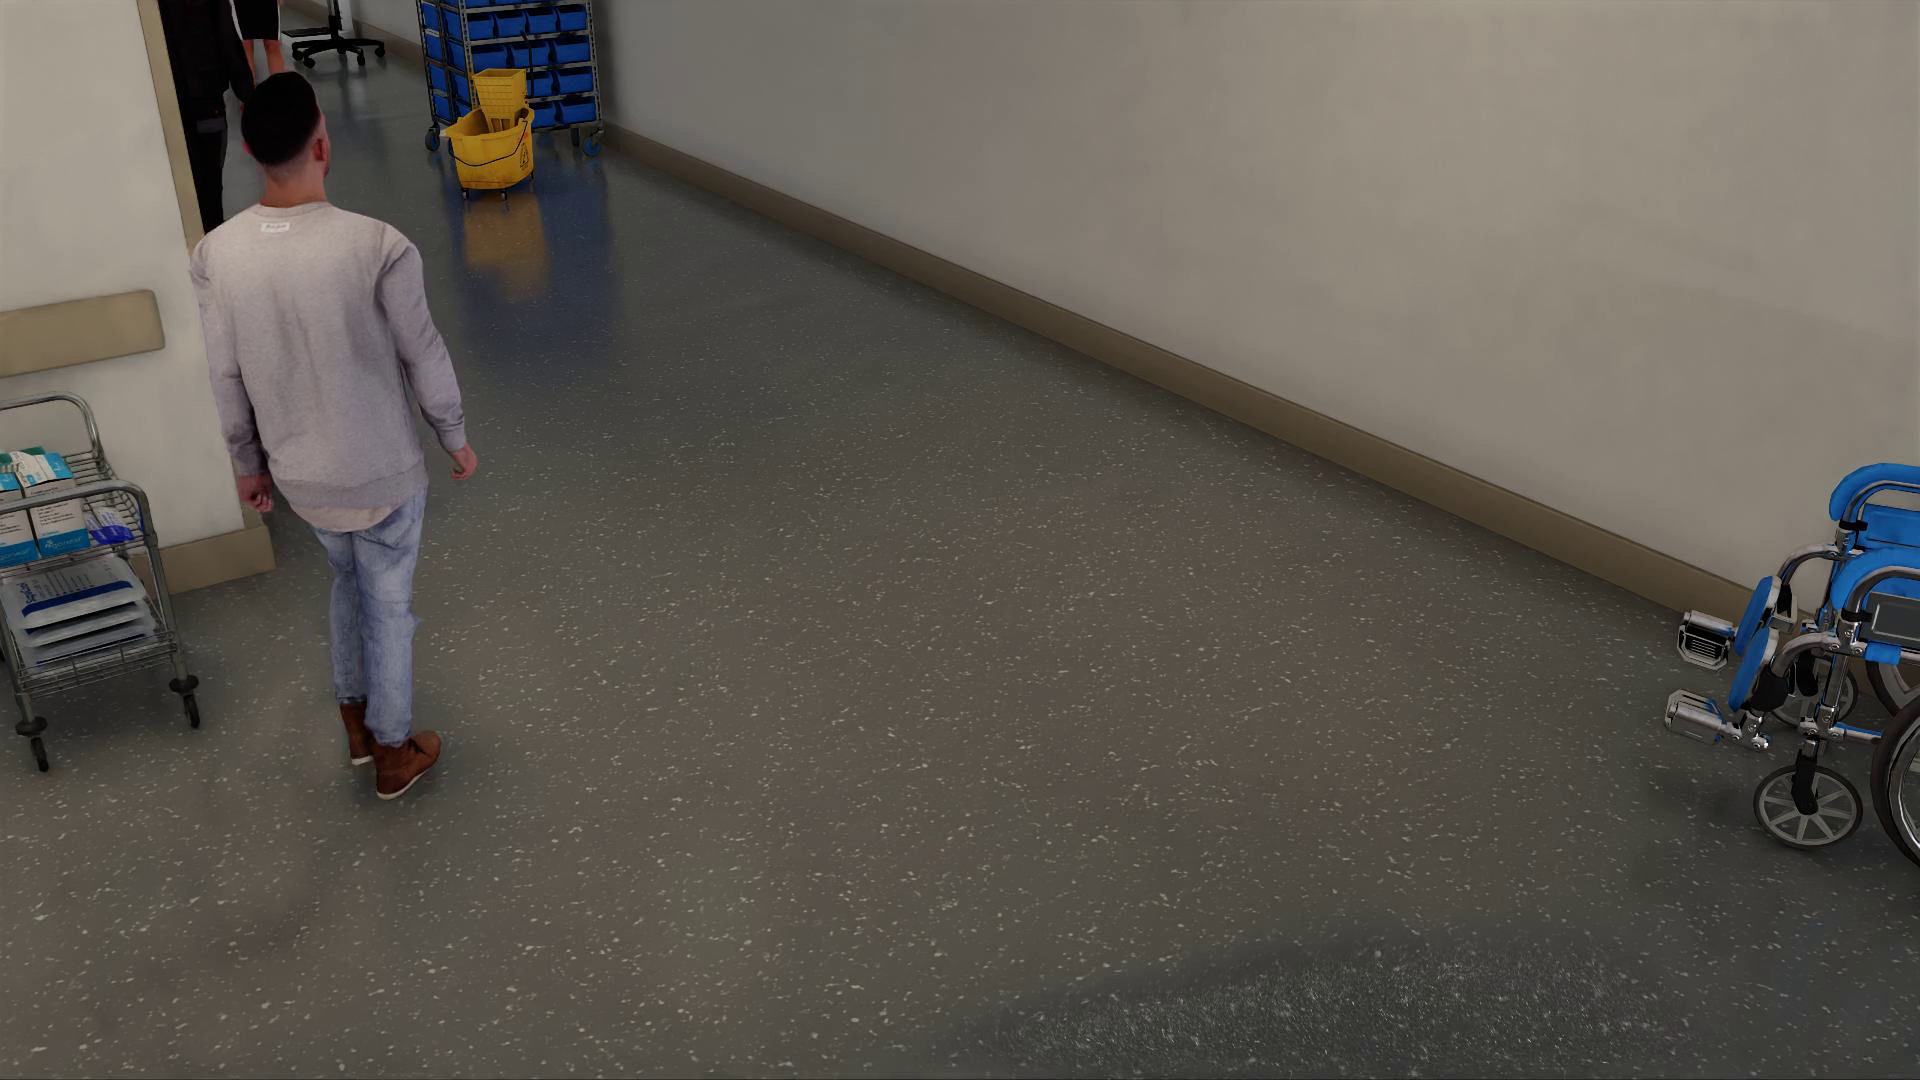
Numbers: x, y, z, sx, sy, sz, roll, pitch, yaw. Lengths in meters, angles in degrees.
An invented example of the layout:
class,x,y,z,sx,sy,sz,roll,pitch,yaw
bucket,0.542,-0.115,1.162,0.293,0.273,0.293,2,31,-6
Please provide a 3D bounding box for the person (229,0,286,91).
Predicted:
class,x,y,z,sx,sy,sz,roll,pitch,yaw
person,-4.914,-3.785,11.521,0.420,1.794,0.645,-16,30,-29

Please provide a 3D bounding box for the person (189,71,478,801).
class,x,y,z,sx,sy,sz,roll,pitch,yaw
person,-1.483,-0.165,3.975,0.786,1.827,0.855,3,26,6

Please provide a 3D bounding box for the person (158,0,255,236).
class,x,y,z,sx,sy,sz,roll,pitch,yaw
person,-3.764,-2.152,8.020,1.181,1.893,0.871,-21,33,-36
